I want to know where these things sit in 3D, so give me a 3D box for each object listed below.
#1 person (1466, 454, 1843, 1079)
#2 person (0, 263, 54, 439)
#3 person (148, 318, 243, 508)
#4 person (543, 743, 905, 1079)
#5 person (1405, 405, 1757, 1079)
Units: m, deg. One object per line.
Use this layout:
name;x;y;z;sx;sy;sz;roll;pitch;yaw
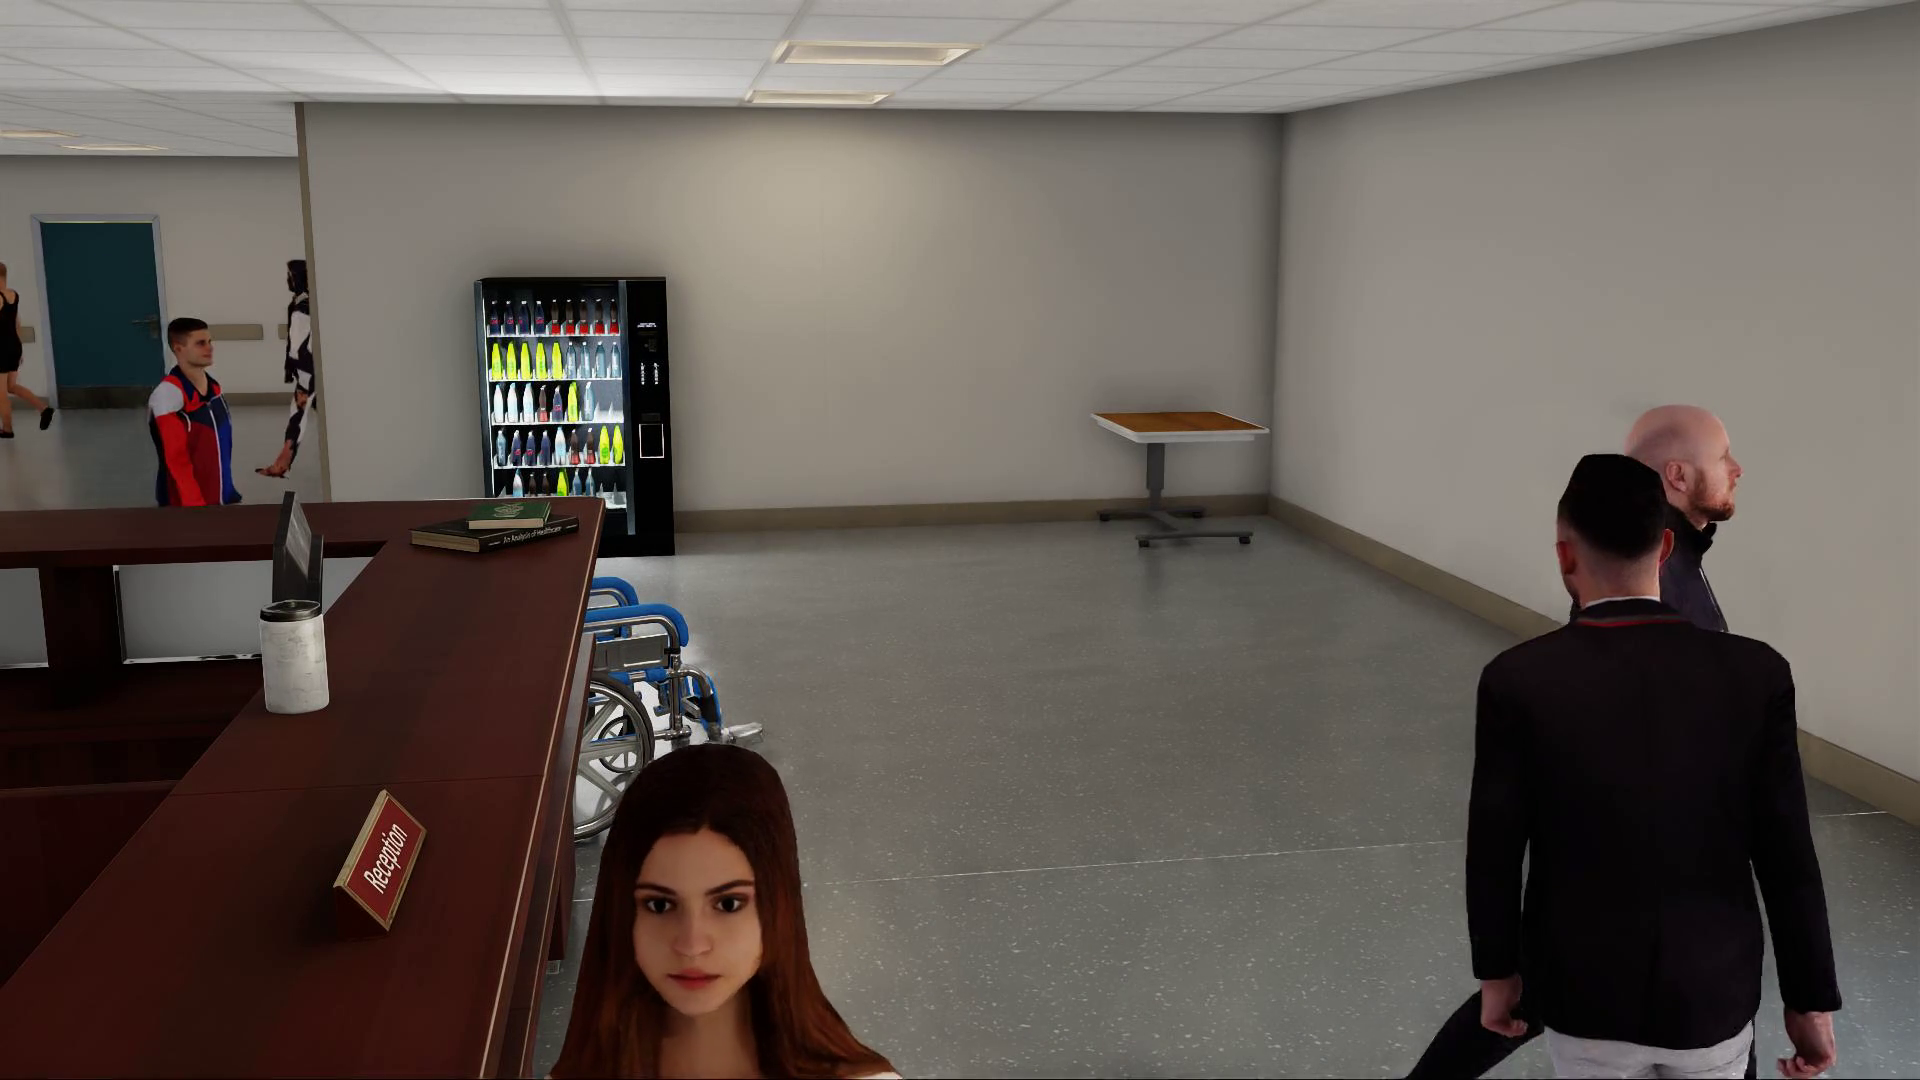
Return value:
person;1.094;0.797;2.688;0.803;1.803;0.915;4;11;19
person;-9.716;-1.934;17.080;0.951;1.803;0.757;0;11;-1
person;-3.730;-0.163;7.968;1.145;1.722;0.942;3;11;17
person;-0.223;1.027;1.757;1.065;1.698;0.715;-1;11;-4
person;1.321;0.641;3.547;1.288;1.790;1.181;6;12;30
